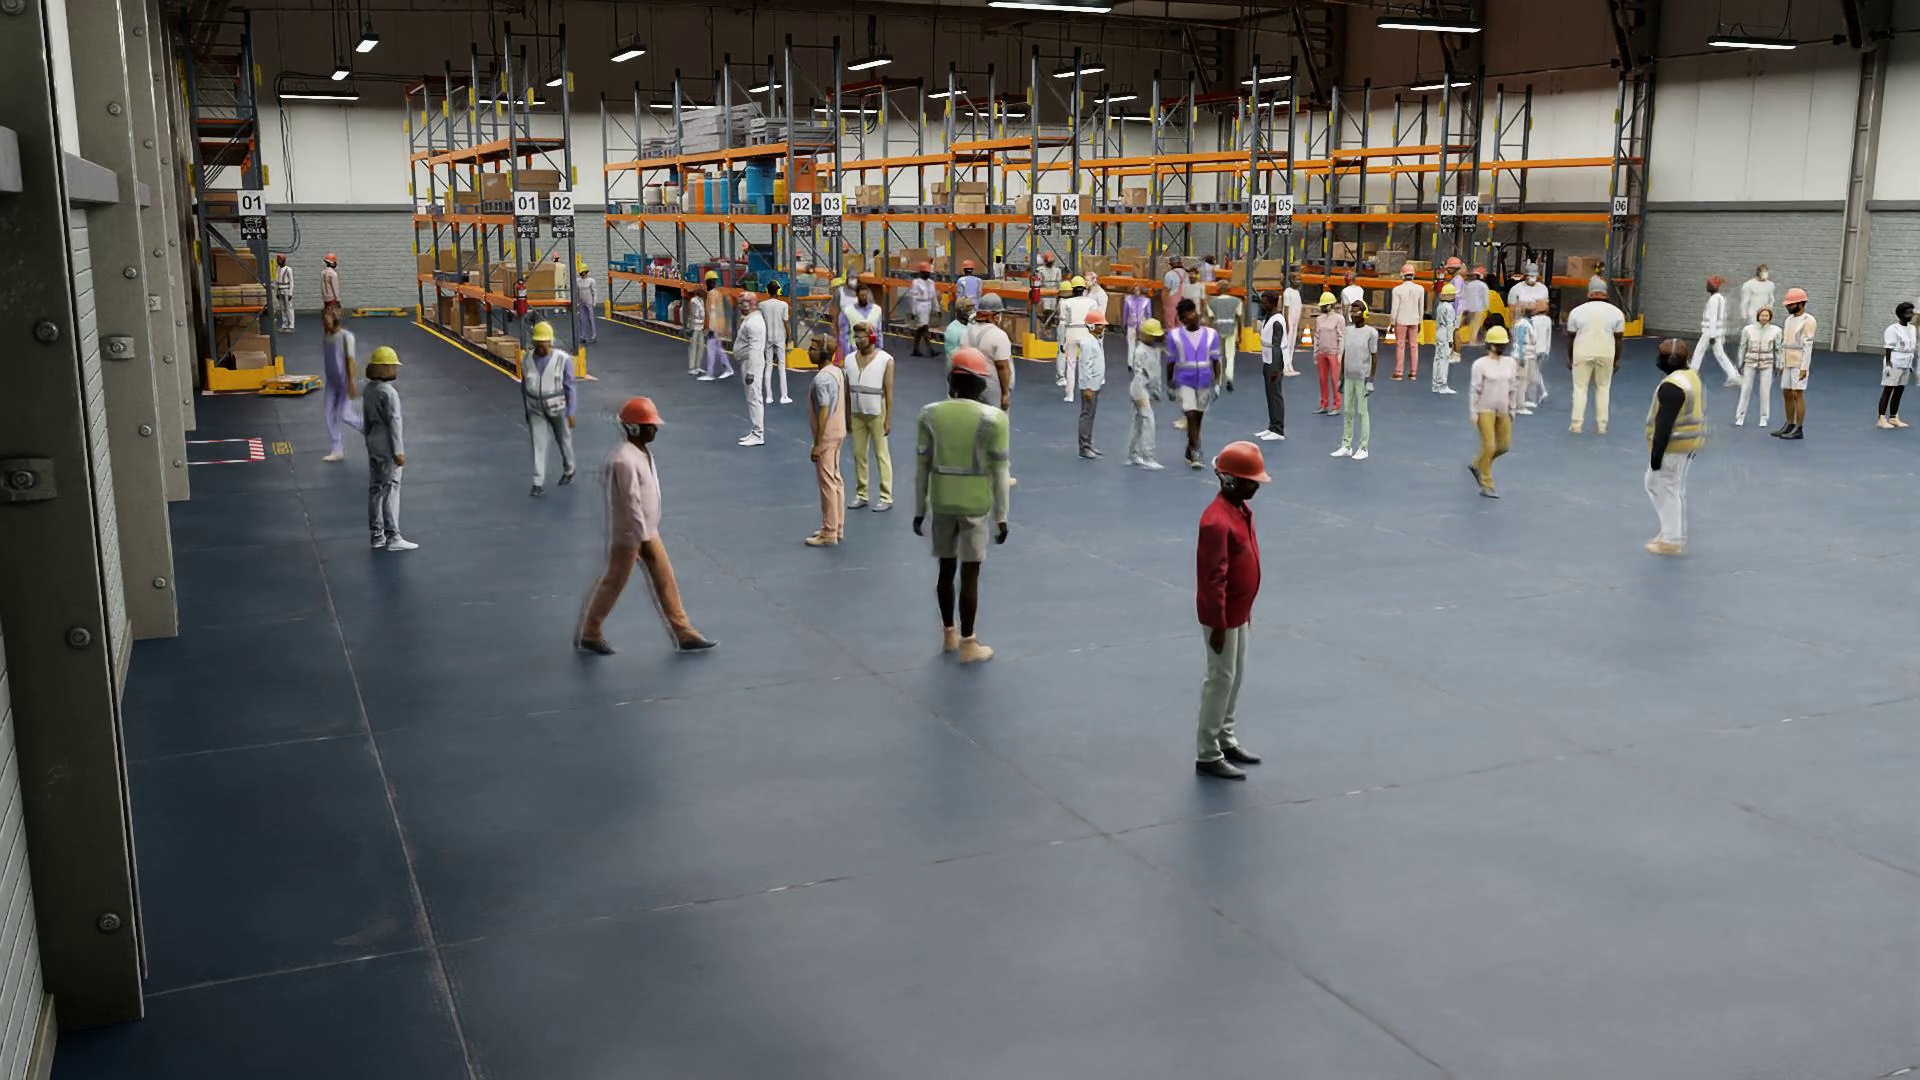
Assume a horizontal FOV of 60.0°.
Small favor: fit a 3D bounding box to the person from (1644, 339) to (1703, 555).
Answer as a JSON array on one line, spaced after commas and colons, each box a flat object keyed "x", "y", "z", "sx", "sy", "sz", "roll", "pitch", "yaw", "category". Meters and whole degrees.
[{"x": 5.984, "y": -0.783, "z": 14.052, "sx": 0.473, "sy": 1.825, "sz": 0.655, "roll": 8, "pitch": 14, "yaw": 35, "category": "person"}]

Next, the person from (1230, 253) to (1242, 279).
[{"x": 8.457, "y": -7.839, "z": 50.231, "sx": 0.564, "sy": 1.718, "sz": 0.786, "roll": -5, "pitch": 12, "yaw": -24, "category": "person"}]

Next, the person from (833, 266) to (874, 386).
[{"x": -1.788, "y": -3.643, "z": 28.043, "sx": 0.688, "sy": 2.000, "sz": 1.002, "roll": -1, "pitch": 11, "yaw": -5, "category": "person"}]

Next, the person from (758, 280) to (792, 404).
[{"x": -2.796, "y": -2.999, "z": 25.207, "sx": 0.510, "sy": 1.872, "sz": 0.328, "roll": 2, "pitch": 11, "yaw": 11, "category": "person"}]

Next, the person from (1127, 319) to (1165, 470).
[{"x": 2.121, "y": -1.635, "z": 18.723, "sx": 0.701, "sy": 1.688, "sz": 0.503, "roll": 7, "pitch": 13, "yaw": 30, "category": "person"}]

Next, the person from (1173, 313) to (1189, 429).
[{"x": 3.019, "y": -2.331, "z": 22.263, "sx": 0.321, "sy": 1.694, "sz": 0.529, "roll": 1, "pitch": 11, "yaw": 7, "category": "person"}]

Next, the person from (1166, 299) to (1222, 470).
[{"x": 2.655, "y": -1.758, "z": 18.801, "sx": 0.603, "sy": 1.900, "sz": 0.875, "roll": -2, "pitch": 11, "yaw": -8, "category": "person"}]

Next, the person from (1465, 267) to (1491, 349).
[{"x": 11.027, "y": -4.917, "z": 35.321, "sx": 0.537, "sy": 1.730, "sz": 0.569, "roll": -5, "pitch": 12, "yaw": -22, "category": "person"}]

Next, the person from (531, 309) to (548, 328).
[{"x": -10.555, "y": -6.177, "z": 41.702, "sx": 0.485, "sy": 1.736, "sz": 0.309, "roll": 2, "pitch": 11, "yaw": 9, "category": "person"}]

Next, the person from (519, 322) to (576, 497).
[{"x": -4.248, "y": -1.385, "z": 17.257, "sx": 0.602, "sy": 1.783, "sz": 0.971, "roll": 1, "pitch": 11, "yaw": 4, "category": "person"}]

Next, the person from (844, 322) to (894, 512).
[{"x": -0.875, "y": -1.198, "z": 16.153, "sx": 0.566, "sy": 1.836, "sz": 0.383, "roll": 7, "pitch": 13, "yaw": 31, "category": "person"}]

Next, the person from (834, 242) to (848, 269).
[{"x": -3.444, "y": -7.704, "z": 48.782, "sx": 0.636, "sy": 2.011, "sz": 0.437, "roll": 4, "pitch": 12, "yaw": 19, "category": "person"}]

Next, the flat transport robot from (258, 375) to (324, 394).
[{"x": -10.784, "y": -2.516, "z": 26.831, "sx": 0.652, "sy": 0.197, "sz": 1.431, "roll": -1, "pitch": 11, "yaw": -7, "category": "flat transport robot"}]

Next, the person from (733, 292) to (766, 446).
[{"x": -2.614, "y": -2.127, "z": 20.689, "sx": 0.408, "sy": 1.904, "sz": 0.654, "roll": -1, "pitch": 11, "yaw": -4, "category": "person"}]

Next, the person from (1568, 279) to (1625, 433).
[{"x": 8.334, "y": -2.427, "z": 21.866, "sx": 0.690, "sy": 2.000, "sz": 0.538, "roll": 3, "pitch": 12, "yaw": 15, "category": "person"}]

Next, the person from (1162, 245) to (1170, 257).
[{"x": 6.841, "y": -8.933, "z": 55.492, "sx": 0.403, "sy": 1.828, "sz": 0.597, "roll": 1, "pitch": 11, "yaw": 4, "category": "person"}]

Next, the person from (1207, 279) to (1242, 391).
[{"x": 4.310, "y": -3.342, "z": 27.108, "sx": 0.579, "sy": 1.815, "sz": 0.860, "roll": 1, "pitch": 11, "yaw": 8, "category": "person"}]

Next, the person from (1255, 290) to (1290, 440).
[{"x": 4.001, "y": -2.232, "z": 21.225, "sx": 0.397, "sy": 1.910, "sz": 0.587, "roll": 0, "pitch": 11, "yaw": -1, "category": "person"}]

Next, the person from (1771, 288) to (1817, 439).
[{"x": 10.655, "y": -2.250, "z": 21.276, "sx": 0.390, "sy": 1.923, "sz": 0.551, "roll": -1, "pitch": 11, "yaw": -6, "category": "person"}]

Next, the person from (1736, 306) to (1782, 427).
[{"x": 10.807, "y": -2.342, "z": 22.489, "sx": 0.523, "sy": 1.632, "sz": 0.314, "roll": 6, "pitch": 13, "yaw": 28, "category": "person"}]

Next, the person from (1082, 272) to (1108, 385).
[{"x": 2.212, "y": -3.557, "z": 27.990, "sx": 0.394, "sy": 1.899, "sz": 0.642, "roll": -6, "pitch": 13, "yaw": -27, "category": "person"}]

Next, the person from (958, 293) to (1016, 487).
[{"x": 0.326, "y": -1.598, "z": 17.652, "sx": 0.536, "sy": 2.000, "sz": 0.683, "roll": -9, "pitch": 15, "yaw": -40, "category": "person"}]

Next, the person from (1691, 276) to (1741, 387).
[{"x": 12.515, "y": -3.447, "z": 27.571, "sx": 0.978, "sy": 1.844, "sz": 0.591, "roll": 8, "pitch": 14, "yaw": 36, "category": "person"}]

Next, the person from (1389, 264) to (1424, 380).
[{"x": 7.716, "y": -3.763, "z": 28.768, "sx": 0.611, "sy": 1.996, "sz": 0.378, "roll": -3, "pitch": 11, "yaw": -13, "category": "person"}]

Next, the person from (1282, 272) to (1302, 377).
[{"x": 5.859, "y": -3.808, "z": 29.384, "sx": 0.345, "sy": 1.845, "sz": 0.505, "roll": 7, "pitch": 13, "yaw": 32, "category": "person"}]

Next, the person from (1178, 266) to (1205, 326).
[{"x": 4.511, "y": -4.384, "z": 32.282, "sx": 0.522, "sy": 1.852, "sz": 0.621, "roll": 7, "pitch": 13, "yaw": 31, "category": "person"}]

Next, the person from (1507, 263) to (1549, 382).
[{"x": 9.688, "y": -3.691, "z": 28.288, "sx": 0.699, "sy": 2.000, "sz": 0.535, "roll": -1, "pitch": 11, "yaw": -4, "category": "person"}]

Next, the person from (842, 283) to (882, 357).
[{"x": -1.412, "y": -2.723, "z": 23.726, "sx": 0.593, "sy": 1.899, "sz": 0.540, "roll": -5, "pitch": 12, "yaw": -24, "category": "person"}]

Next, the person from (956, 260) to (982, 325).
[{"x": 0.168, "y": -4.695, "z": 33.688, "sx": 0.540, "sy": 1.929, "sz": 0.385, "roll": -4, "pitch": 12, "yaw": -21, "category": "person"}]

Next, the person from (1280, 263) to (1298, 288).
[{"x": 9.477, "y": -7.370, "z": 47.872, "sx": 0.550, "sy": 1.684, "sz": 0.424, "roll": -1, "pitch": 11, "yaw": -7, "category": "person"}]

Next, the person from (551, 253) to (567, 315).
[{"x": -11.433, "y": -7.270, "z": 47.231, "sx": 0.561, "sy": 1.742, "sz": 0.337, "roll": -10, "pitch": 15, "yaw": -41, "category": "person"}]

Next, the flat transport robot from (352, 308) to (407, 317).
[{"x": -16.184, "y": -6.364, "z": 46.383, "sx": 1.431, "sy": 0.197, "sz": 0.652, "roll": -4, "pitch": 12, "yaw": -19, "category": "flat transport robot"}]

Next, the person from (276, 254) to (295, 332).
[{"x": -16.381, "y": -5.978, "z": 40.316, "sx": 0.572, "sy": 1.883, "sz": 0.356, "roll": 8, "pitch": 13, "yaw": 34, "category": "person"}]
